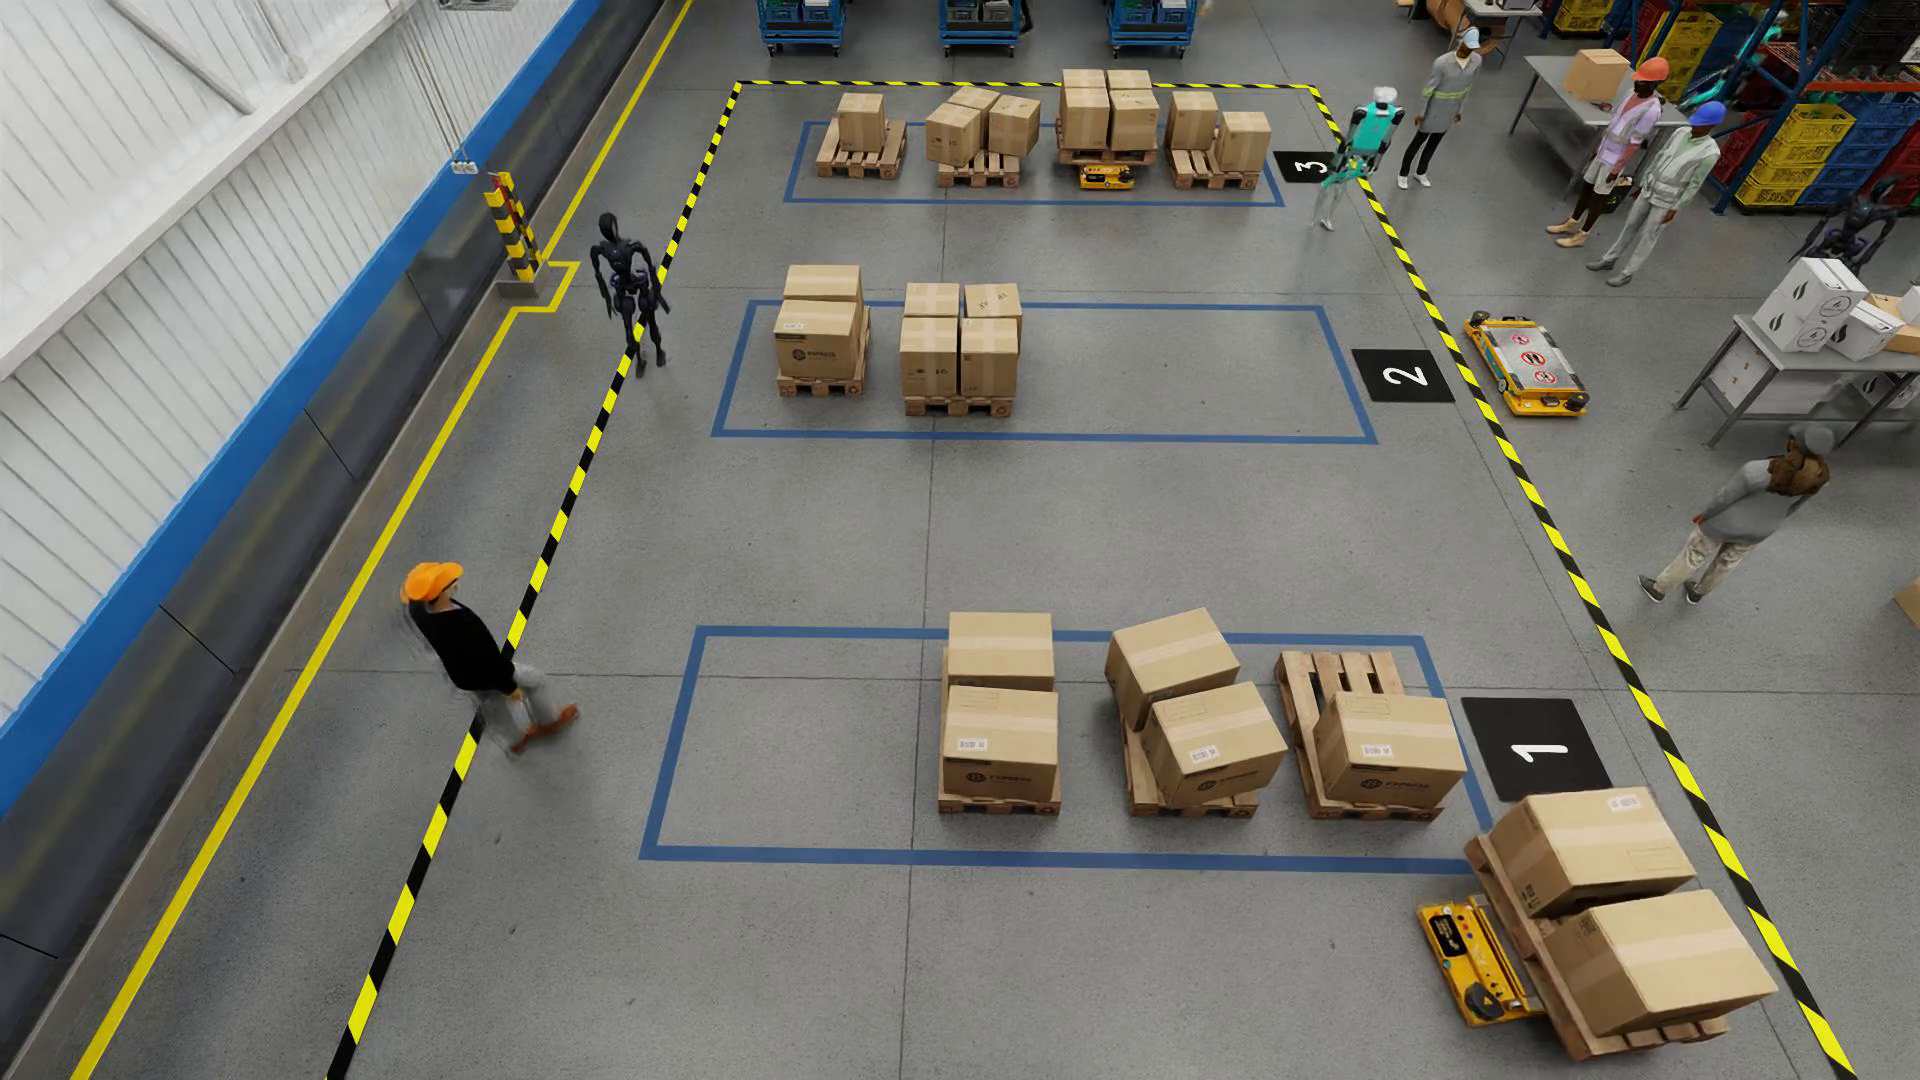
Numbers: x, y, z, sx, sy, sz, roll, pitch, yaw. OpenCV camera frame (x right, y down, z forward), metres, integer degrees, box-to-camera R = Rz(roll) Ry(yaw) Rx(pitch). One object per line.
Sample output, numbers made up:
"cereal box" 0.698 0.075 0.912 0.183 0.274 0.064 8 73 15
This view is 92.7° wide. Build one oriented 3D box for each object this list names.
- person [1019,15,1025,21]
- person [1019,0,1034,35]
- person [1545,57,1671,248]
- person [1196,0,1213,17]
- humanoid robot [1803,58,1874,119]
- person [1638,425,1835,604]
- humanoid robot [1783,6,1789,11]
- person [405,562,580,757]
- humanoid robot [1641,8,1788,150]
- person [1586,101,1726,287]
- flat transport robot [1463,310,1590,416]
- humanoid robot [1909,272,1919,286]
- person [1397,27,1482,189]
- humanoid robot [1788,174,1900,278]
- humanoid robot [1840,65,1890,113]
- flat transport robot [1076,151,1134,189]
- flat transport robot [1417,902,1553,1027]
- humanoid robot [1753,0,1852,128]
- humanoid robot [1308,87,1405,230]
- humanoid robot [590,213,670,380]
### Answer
"person" 0.941 -9.224 14.420 0.464 1.922 0.655 -11 50 -9
"person" 0.841 -8.791 14.058 0.655 1.905 0.543 31 56 24
"person" 7.072 -4.184 9.992 0.398 2.035 0.600 3 49 3
"person" 3.791 -9.325 14.602 0.902 1.791 0.625 -4 49 -4
"humanoid robot" 10.961 -5.731 11.533 0.576 1.785 0.871 30 55 23
"person" 5.669 -0.134 6.657 0.562 1.769 0.400 5 49 4
"humanoid robot" 13.179 -8.891 14.306 0.593 1.640 0.612 5 49 4
"person" -2.956 0.723 5.848 0.608 1.867 0.649 23 53 18
"humanoid robot" 9.359 -5.710 11.516 0.938 1.766 0.538 4 49 3
"person" 7.281 -3.579 9.522 0.386 1.946 0.602 -9 50 -8
"flat transport robot" 5.573 -1.757 9.054 0.659 0.231 1.431 1 49 1
"humanoid robot" 10.568 -3.351 9.395 0.535 1.694 0.737 4 49 4
"person" 5.730 -5.103 10.903 0.599 1.850 0.387 -7 50 -6
"humanoid robot" 8.656 -2.814 9.067 0.773 1.628 0.601 -26 54 -21
"humanoid robot" 11.740 -5.996 11.781 0.654 1.840 0.548 -21 52 -17
"flat transport robot" 1.845 -4.982 11.827 0.652 0.197 1.431 1 49 1
"flat transport robot" 3.564 2.401 5.436 1.431 0.197 0.652 -6 49 -5
"humanoid robot" 10.866 -6.035 11.824 0.592 1.639 0.397 12 50 10
"humanoid robot" 4.371 -4.245 10.267 0.536 1.811 0.816 0 49 0
"humanoid robot" -3.052 -2.283 8.583 0.583 1.645 0.478 -7 50 -6
